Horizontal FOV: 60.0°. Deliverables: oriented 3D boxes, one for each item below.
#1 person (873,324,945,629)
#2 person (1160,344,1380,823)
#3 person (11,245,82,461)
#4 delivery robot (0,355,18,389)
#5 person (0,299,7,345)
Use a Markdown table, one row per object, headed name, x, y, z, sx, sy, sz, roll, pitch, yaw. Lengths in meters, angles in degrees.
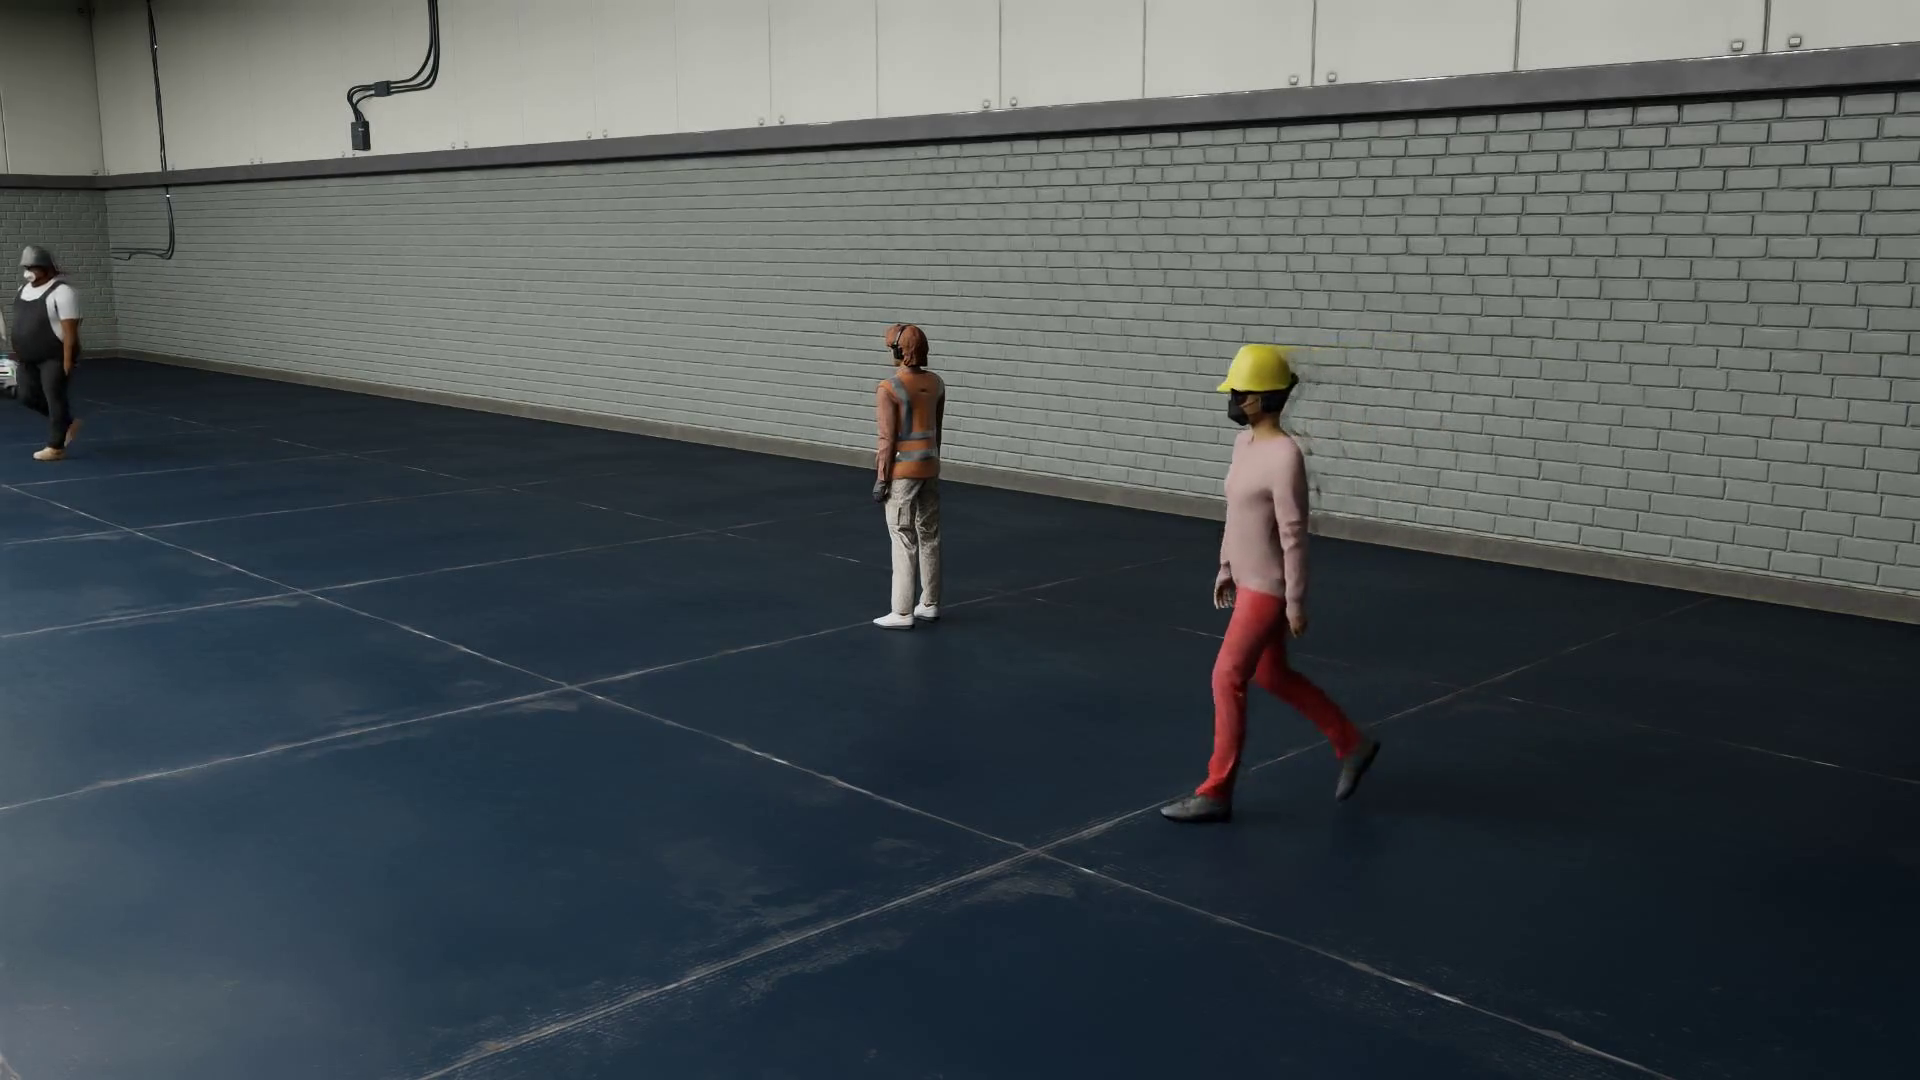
| name | x | y | z | sx | sy | sz | roll | pitch | yaw |
| --- | --- | --- | --- | --- | --- | --- | --- | --- | --- |
| person | -0.270 | -0.342 | 8.987 | 0.307 | 1.641 | 0.514 | 8 | 13 | 36 |
| person | 1.160 | 0.154 | 6.024 | 0.795 | 1.737 | 0.523 | -1 | 10 | -5 |
| person | -8.654 | -1.766 | 15.776 | 0.704 | 2.000 | 0.628 | 4 | 11 | 20 |
| delivery robot | -12.602 | -2.208 | 21.983 | 0.477 | 0.478 | 0.707 | -3 | 11 | -17 |
| person | -12.771 | -2.665 | 21.745 | 0.511 | 1.609 | 0.594 | -6 | 12 | -28 |
